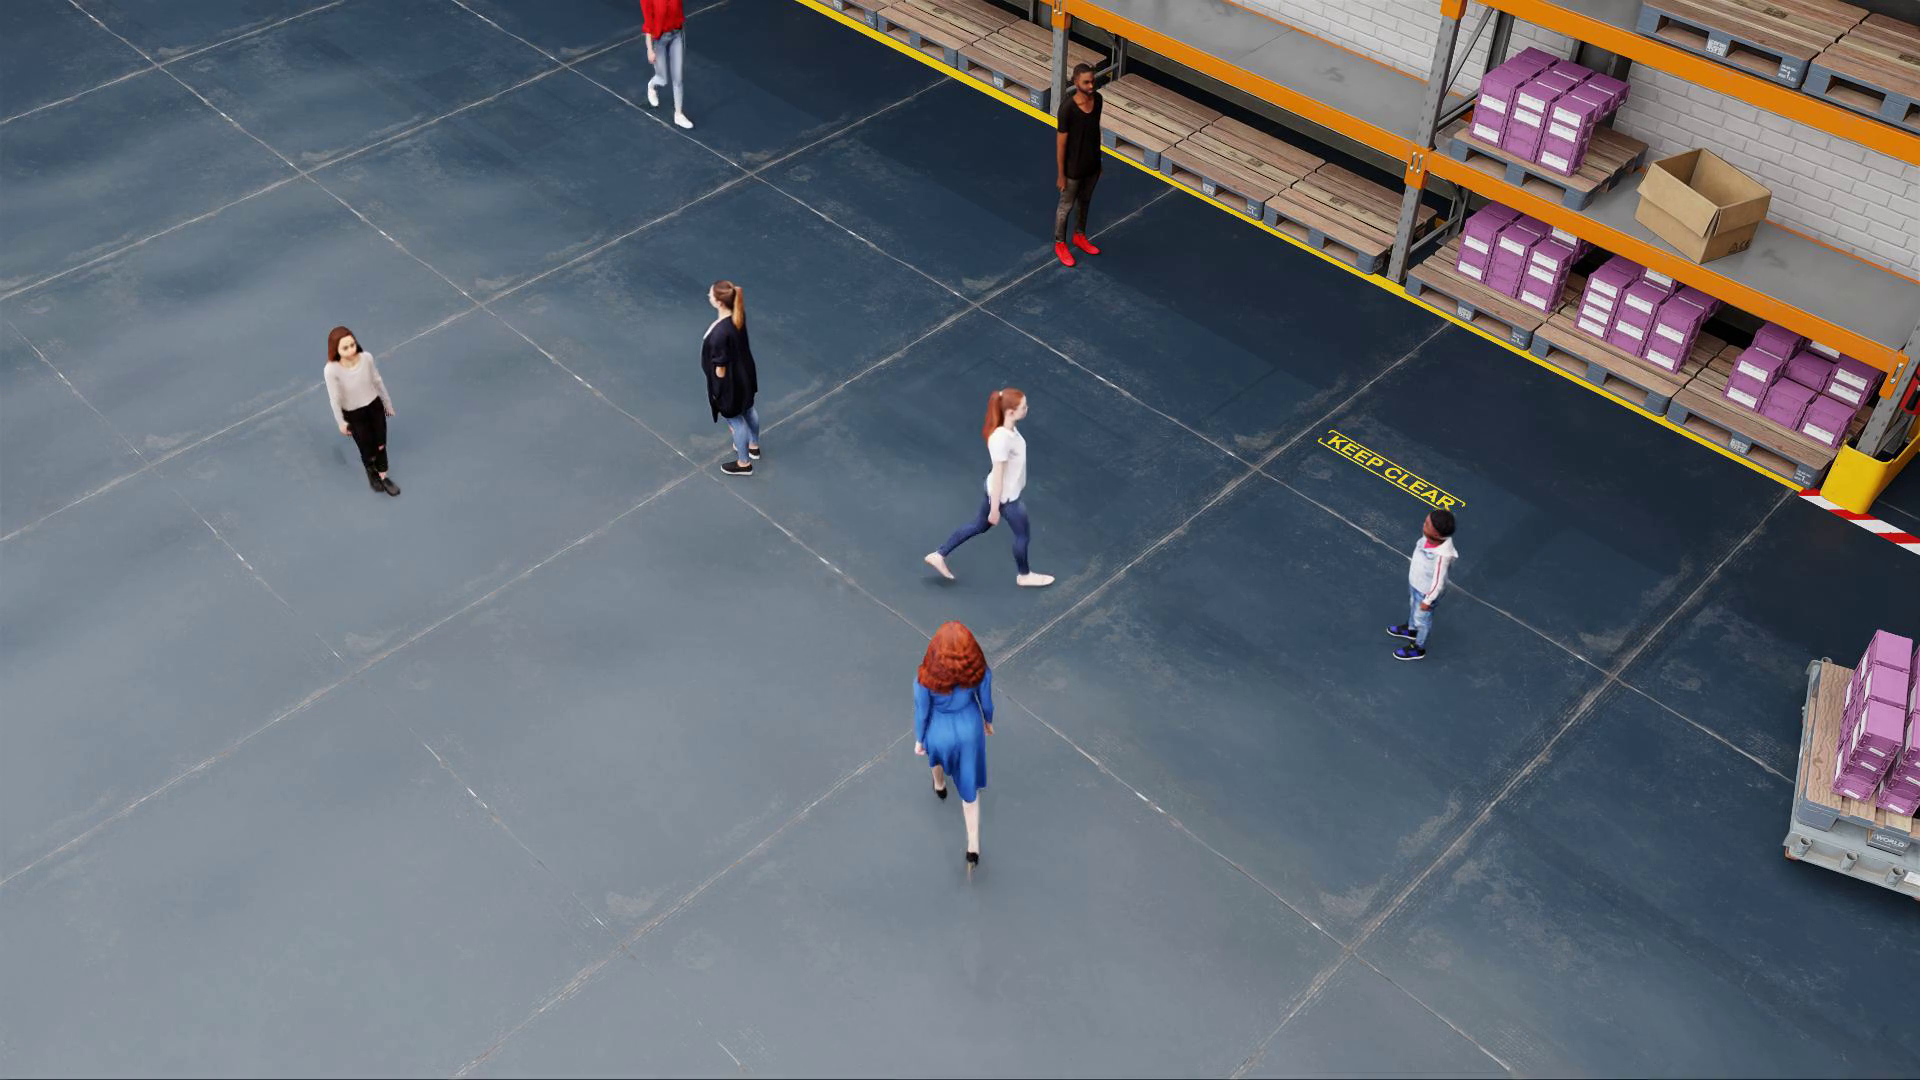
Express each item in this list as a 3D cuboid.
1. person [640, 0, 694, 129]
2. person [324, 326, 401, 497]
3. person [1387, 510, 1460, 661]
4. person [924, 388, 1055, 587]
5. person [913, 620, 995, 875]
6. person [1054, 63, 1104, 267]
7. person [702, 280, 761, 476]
[{"bbox_3d":[-2.856,-4.777,15.902,0.659,1.695,0.848,-31,51,-28],"label":"person"},{"bbox_3d":[-4.363,-0.959,12.050,0.526,1.481,0.553,34,53,31],"label":"person"},{"bbox_3d":[3.077,0.271,10.920,0.619,1.259,0.561,2,44,2],"label":"person"},{"bbox_3d":[0.182,-0.307,11.204,1.118,1.704,1.092,-2,44,-2],"label":"person"},{"bbox_3d":[-0.015,1.199,9.558,1.003,1.794,1.124,-5,44,-5],"label":"person"},{"bbox_3d":[1.017,-3.224,14.192,0.667,1.805,0.548,-29,51,-27],"label":"person"},{"bbox_3d":[-1.647,-1.189,12.145,0.706,1.684,0.711,14,45,14],"label":"person"}]
